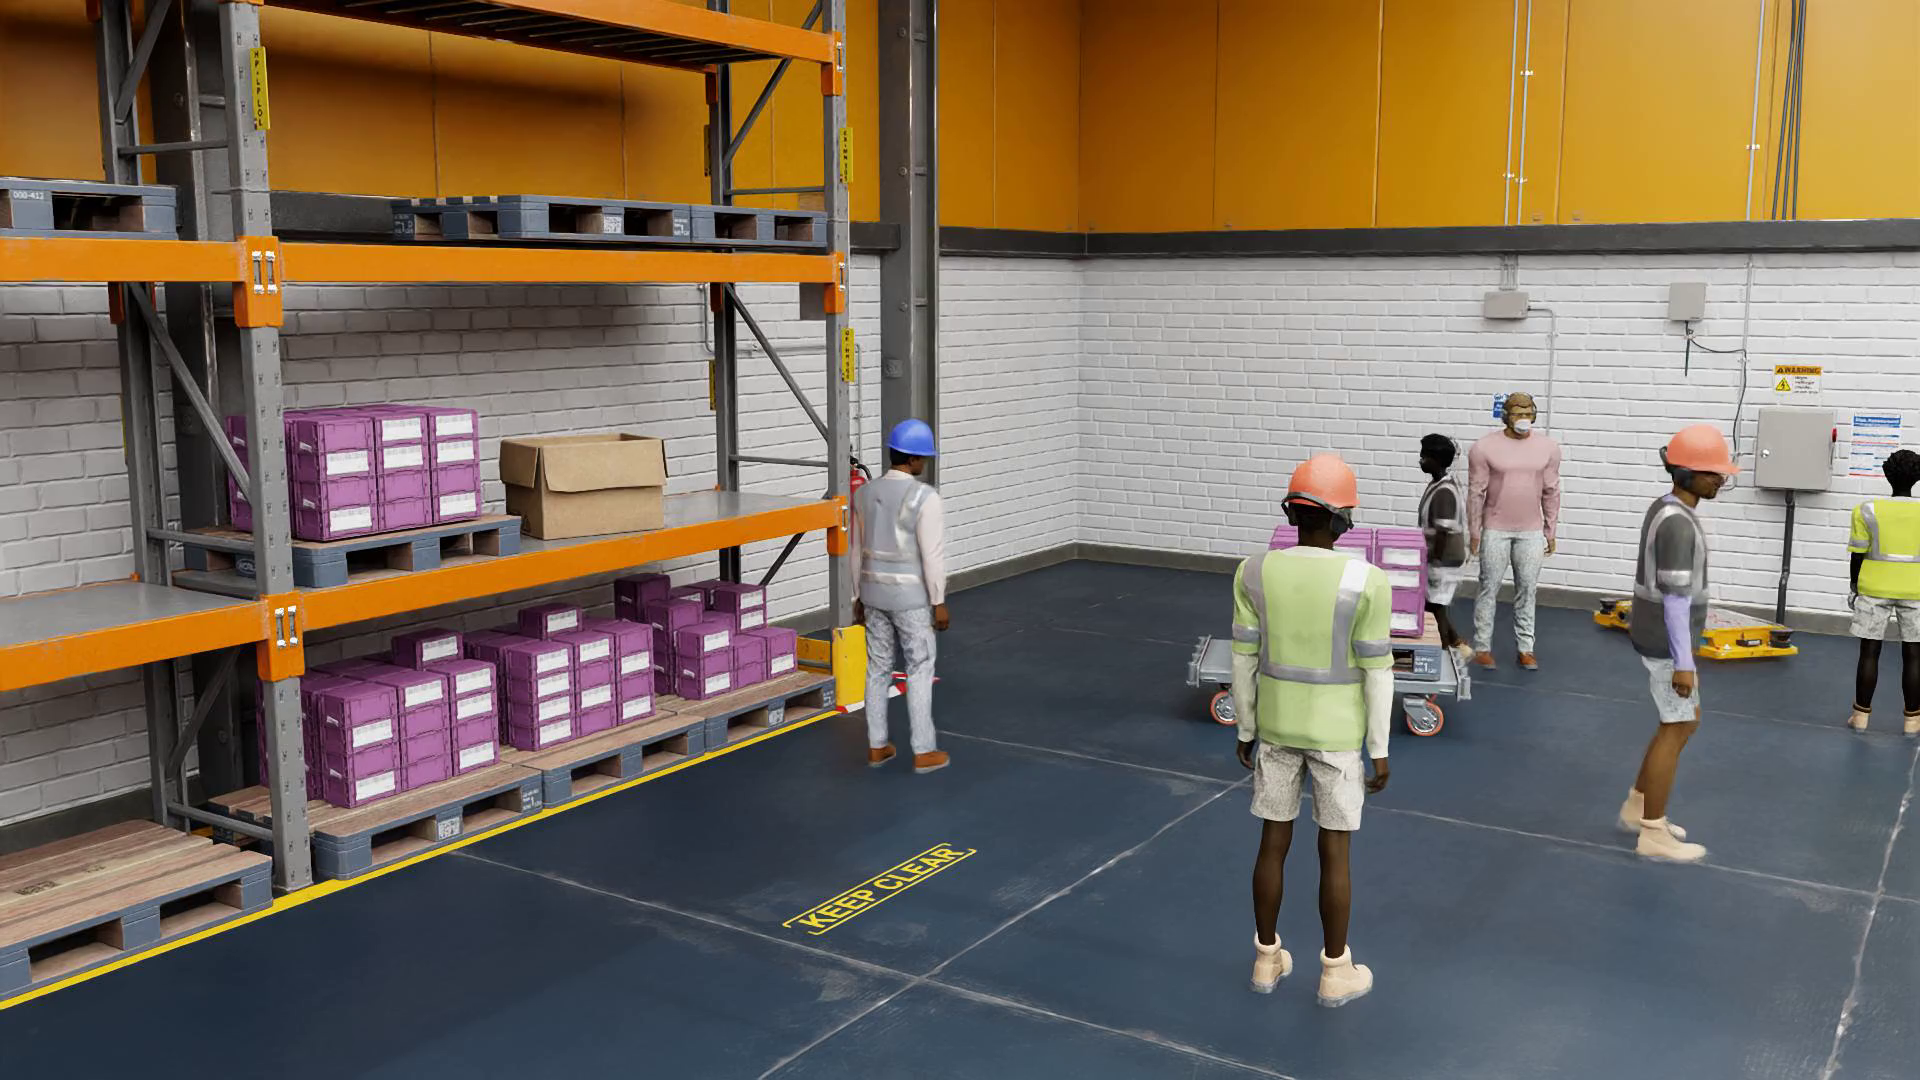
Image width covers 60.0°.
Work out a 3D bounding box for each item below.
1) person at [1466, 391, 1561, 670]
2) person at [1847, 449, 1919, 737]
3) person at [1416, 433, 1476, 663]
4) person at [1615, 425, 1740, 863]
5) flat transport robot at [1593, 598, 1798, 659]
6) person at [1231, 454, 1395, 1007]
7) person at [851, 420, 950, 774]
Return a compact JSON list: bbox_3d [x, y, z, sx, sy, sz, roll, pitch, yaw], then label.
[{"bbox_3d":[3.808,-0.060,11.478,0.629,1.932,0.365,1,9,3],"label":"person"},{"bbox_3d":[5.505,0.313,9.792,0.535,1.700,0.318,4,10,26],"label":"person"},{"bbox_3d":[3.171,0.134,10.983,0.384,1.685,0.554,2,9,11],"label":"person"},{"bbox_3d":[3.315,0.476,7.690,0.410,2.022,0.627,3,9,20],"label":"person"},{"bbox_3d":[5.422,0.633,12.333,0.652,0.197,1.431,-2,9,-14],"label":"flat transport robot"},{"bbox_3d":[1.307,0.700,6.163,0.612,2.043,0.374,5,10,31],"label":"person"},{"bbox_3d":[-0.323,0.309,9.087,0.626,1.929,0.455,8,12,41],"label":"person"}]
